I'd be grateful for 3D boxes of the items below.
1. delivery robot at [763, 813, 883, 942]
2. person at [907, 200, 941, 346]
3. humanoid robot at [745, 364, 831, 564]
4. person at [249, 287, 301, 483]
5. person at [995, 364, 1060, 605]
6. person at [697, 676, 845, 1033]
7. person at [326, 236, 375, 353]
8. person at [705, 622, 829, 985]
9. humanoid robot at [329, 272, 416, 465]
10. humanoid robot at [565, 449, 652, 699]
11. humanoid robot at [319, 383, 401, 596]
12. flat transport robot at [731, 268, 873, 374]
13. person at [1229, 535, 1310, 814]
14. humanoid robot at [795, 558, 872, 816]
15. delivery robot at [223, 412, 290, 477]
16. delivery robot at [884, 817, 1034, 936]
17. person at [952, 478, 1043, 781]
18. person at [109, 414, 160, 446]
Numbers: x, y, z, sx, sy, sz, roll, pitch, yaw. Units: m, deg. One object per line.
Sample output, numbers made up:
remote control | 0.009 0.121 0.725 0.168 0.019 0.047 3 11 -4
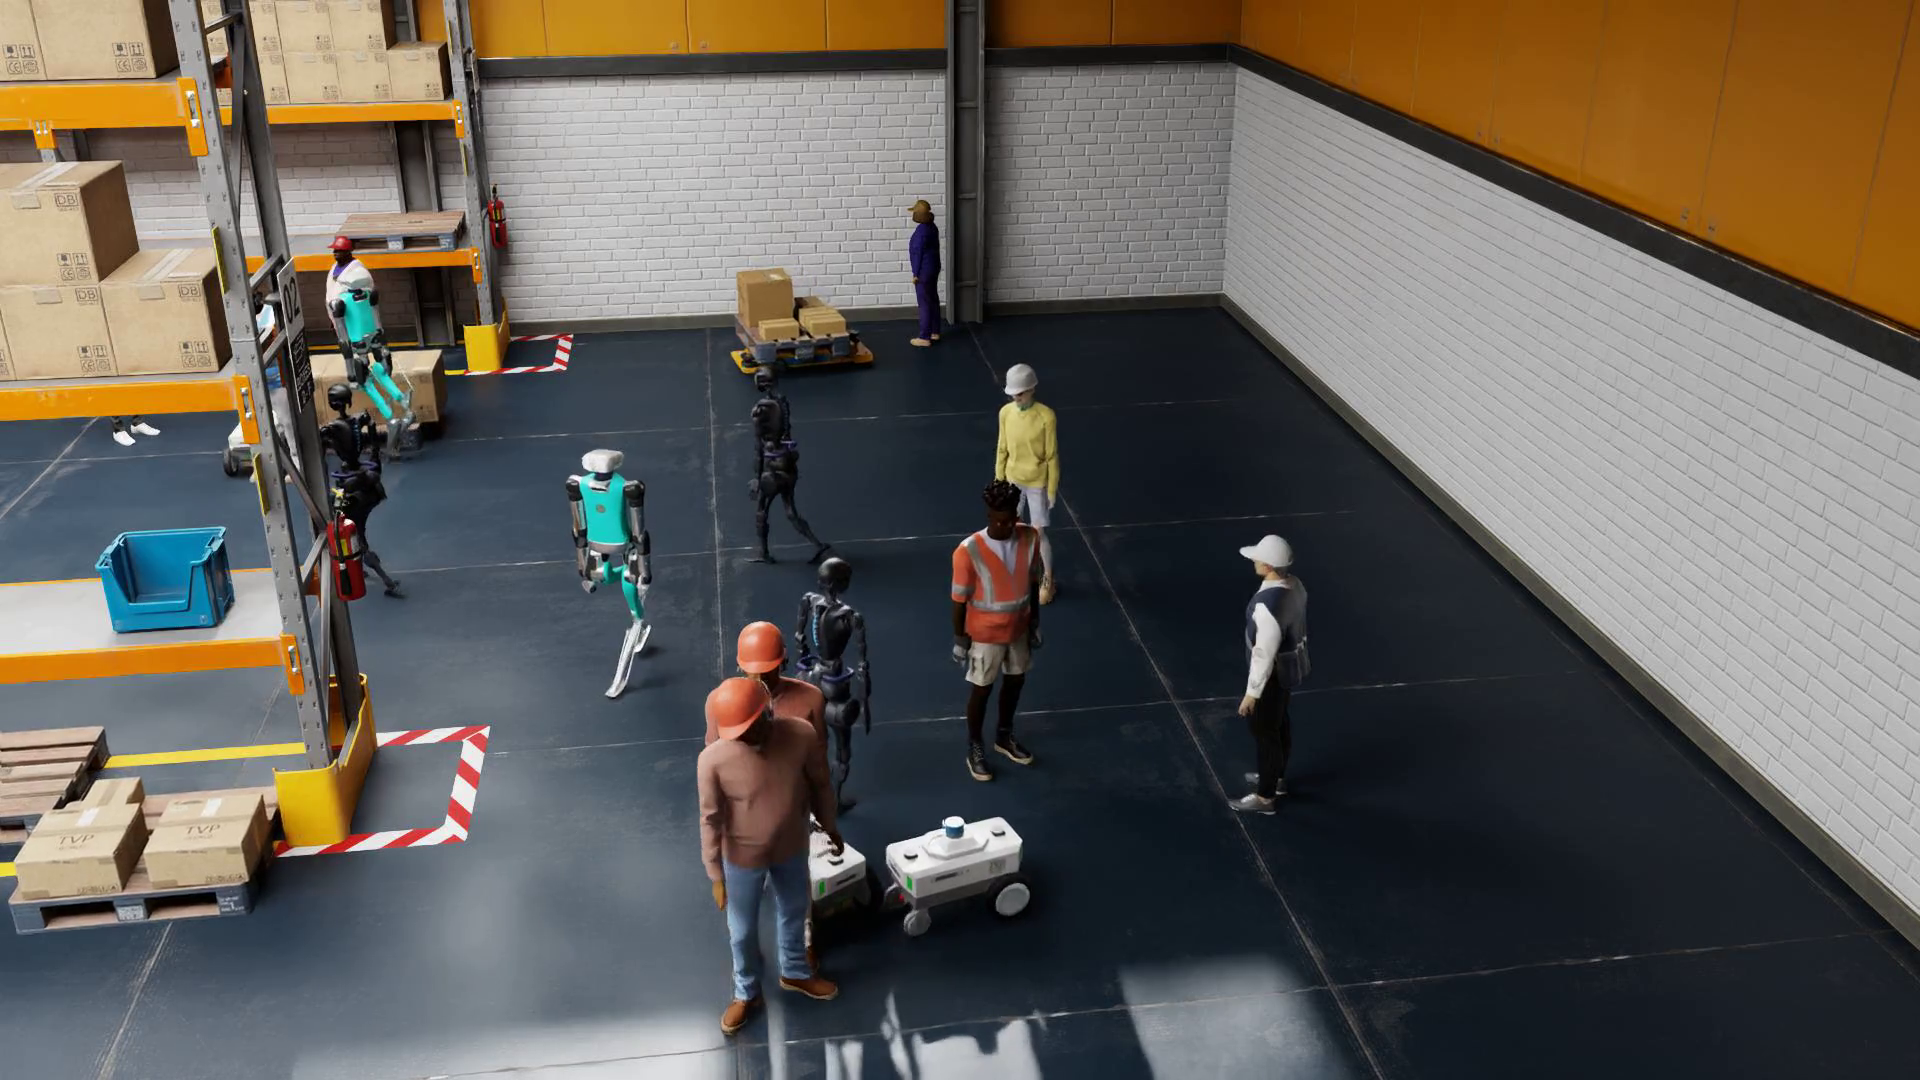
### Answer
delivery robot | -0.813 1.770 9.016 0.499 0.602 0.795 -19 30 -37
person | -0.409 -2.977 18.502 0.362 1.619 0.450 9 25 20
humanoid robot | -1.378 -0.560 12.956 0.689 1.631 0.608 9 25 19
person | -6.105 -1.390 14.623 0.633 1.832 0.431 3 24 6
person | 0.495 -0.431 12.400 0.511 1.863 0.438 12 26 25
person | -0.892 1.471 7.955 0.743 1.961 0.393 -14 27 -29
person | -6.003 -2.132 16.404 0.603 1.756 0.420 17 29 33
person | -0.950 1.305 8.281 0.610 1.994 0.378 -4 24 -8
humanoid robot | -5.215 -1.508 15.020 0.641 1.814 0.530 10 26 22
humanoid robot | -2.258 0.121 11.363 0.530 1.773 1.018 5 24 11
humanoid robot | -4.559 -0.382 12.600 0.775 1.650 0.584 14 27 29
flat transport robot | -1.718 -2.039 18.042 1.431 0.231 0.659 -8 25 -17
person | 1.812 0.784 9.764 0.453 1.754 0.784 11 26 23
humanoid robot | -0.770 0.869 9.681 0.591 1.641 0.353 17 29 34
delivery robot | -6.379 -0.928 15.127 0.511 0.573 0.738 -3 24 -7
delivery robot | -0.032 1.769 8.992 0.756 0.580 0.499 -10 26 -22
person | 0.232 0.534 10.095 0.605 1.953 0.375 -16 28 -32
person | -7.898 -1.829 15.566 0.324 1.876 0.523 9 25 20
